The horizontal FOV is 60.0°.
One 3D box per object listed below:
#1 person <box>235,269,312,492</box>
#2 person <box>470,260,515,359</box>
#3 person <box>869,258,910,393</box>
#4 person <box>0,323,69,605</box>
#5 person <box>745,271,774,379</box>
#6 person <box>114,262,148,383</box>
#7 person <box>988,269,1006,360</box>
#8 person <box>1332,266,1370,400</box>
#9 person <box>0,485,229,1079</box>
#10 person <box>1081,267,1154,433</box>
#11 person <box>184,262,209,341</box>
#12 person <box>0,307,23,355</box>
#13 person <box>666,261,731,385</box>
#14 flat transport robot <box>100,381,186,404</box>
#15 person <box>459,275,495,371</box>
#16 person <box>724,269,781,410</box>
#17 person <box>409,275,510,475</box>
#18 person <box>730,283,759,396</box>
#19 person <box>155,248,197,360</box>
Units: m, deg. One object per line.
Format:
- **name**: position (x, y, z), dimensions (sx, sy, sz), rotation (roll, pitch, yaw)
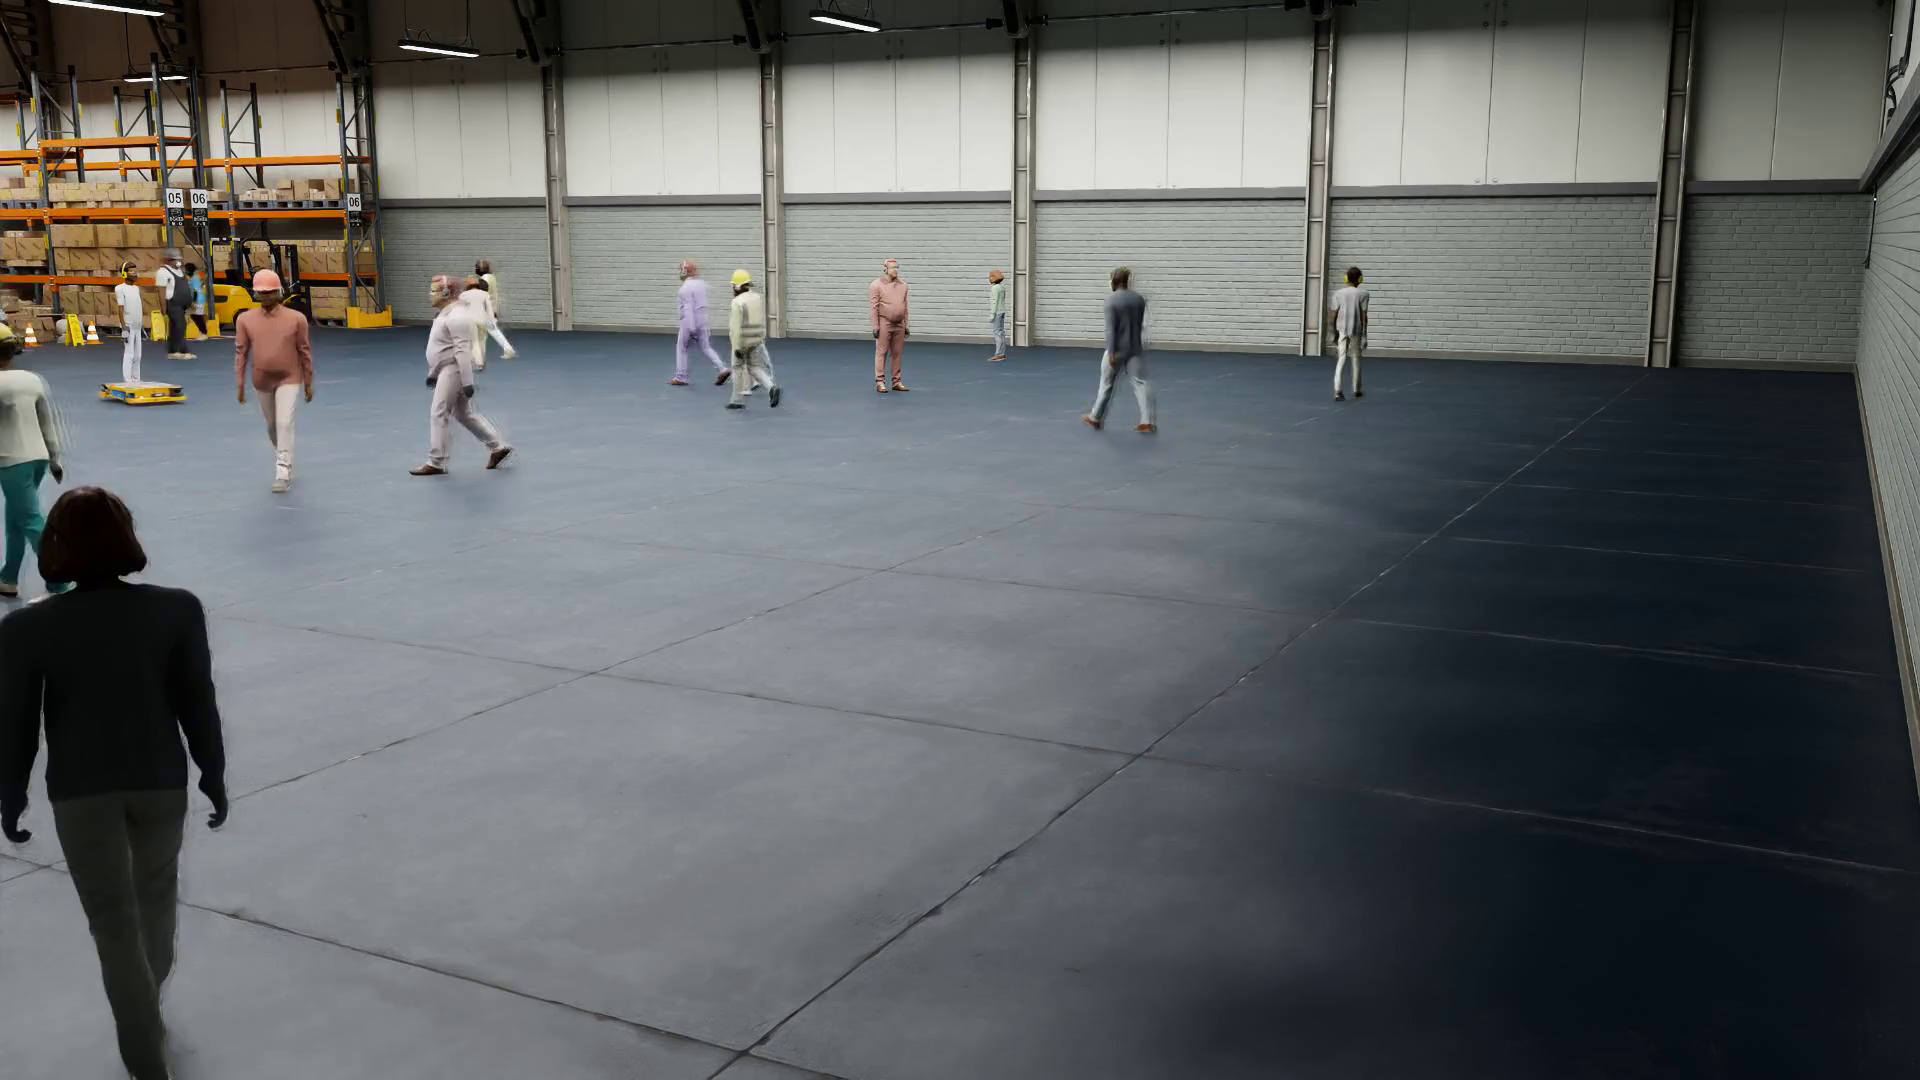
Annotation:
- **person**: position (-6.116, -1.442, 14.864), dimensions (0.631, 1.958, 0.976), rotation (-2, 11, -10)
- **person**: position (-8.548, -4.168, 30.155), dimensions (0.945, 1.808, 0.640), rotation (-1, 10, -3)
- **person**: position (-0.989, -3.077, 23.875), dimensions (0.643, 1.913, 0.411), rotation (-8, 13, -37)
- **person**: position (-5.800, -0.453, 10.069), dimensions (0.840, 1.727, 0.533), rotation (1, 10, 7)
- **person**: position (-3.204, -3.323, 25.825), dimensions (0.634, 1.698, 0.568), rotation (-1, 10, -7)
- **person**: position (-11.580, -2.952, 23.306), dimensions (0.328, 1.873, 0.520), rotation (1, 10, 3)
- **person**: position (0.667, -4.048, 29.928), dimensions (0.279, 1.633, 0.499), rotation (4, 11, 21)
- **person**: position (5.330, -2.825, 22.763), dimensions (0.538, 1.827, 0.967), rotation (6, 12, 28)
- **person**: position (-2.248, 0.651, 4.399), dimensions (0.518, 1.595, 0.846), rotation (-9, 14, -40)
- **person**: position (1.848, -2.168, 19.017), dimensions (0.651, 1.884, 1.039), rotation (-7, 13, -35)
- **person**: position (-16.226, -5.057, 35.316), dimensions (0.424, 1.662, 0.551), rotation (-8, 13, -36)
- **person**: position (-17.823, -4.341, 30.774), dimensions (0.832, 1.903, 0.583), rotation (0, 10, 2)
- **person**: position (-3.925, -3.232, 24.844), dimensions (0.931, 1.871, 0.628), rotation (4, 11, 19)
- **flat transport robot**: position (-11.071, -2.005, 22.508), dimensions (0.652, 0.197, 1.431), rotation (-10, 14, -42)
- **person**: position (-8.028, -3.609, 27.666), dimensions (0.540, 1.582, 0.856), rotation (-4, 11, -23)
- **person**: position (-2.685, -2.538, 21.206), dimensions (0.715, 1.812, 0.598), rotation (7, 12, 32)
- **person**: position (-4.749, -1.562, 15.718), dimensions (0.915, 1.875, 0.638), rotation (-4, 11, -21)
- **person**: position (-3.052, -2.824, 23.290), dimensions (0.369, 1.626, 0.516), rotation (2, 11, 11)
- **person**: position (-14.095, -4.281, 30.086), dimensions (0.783, 2.000, 0.689), rotation (0, 10, 0)
